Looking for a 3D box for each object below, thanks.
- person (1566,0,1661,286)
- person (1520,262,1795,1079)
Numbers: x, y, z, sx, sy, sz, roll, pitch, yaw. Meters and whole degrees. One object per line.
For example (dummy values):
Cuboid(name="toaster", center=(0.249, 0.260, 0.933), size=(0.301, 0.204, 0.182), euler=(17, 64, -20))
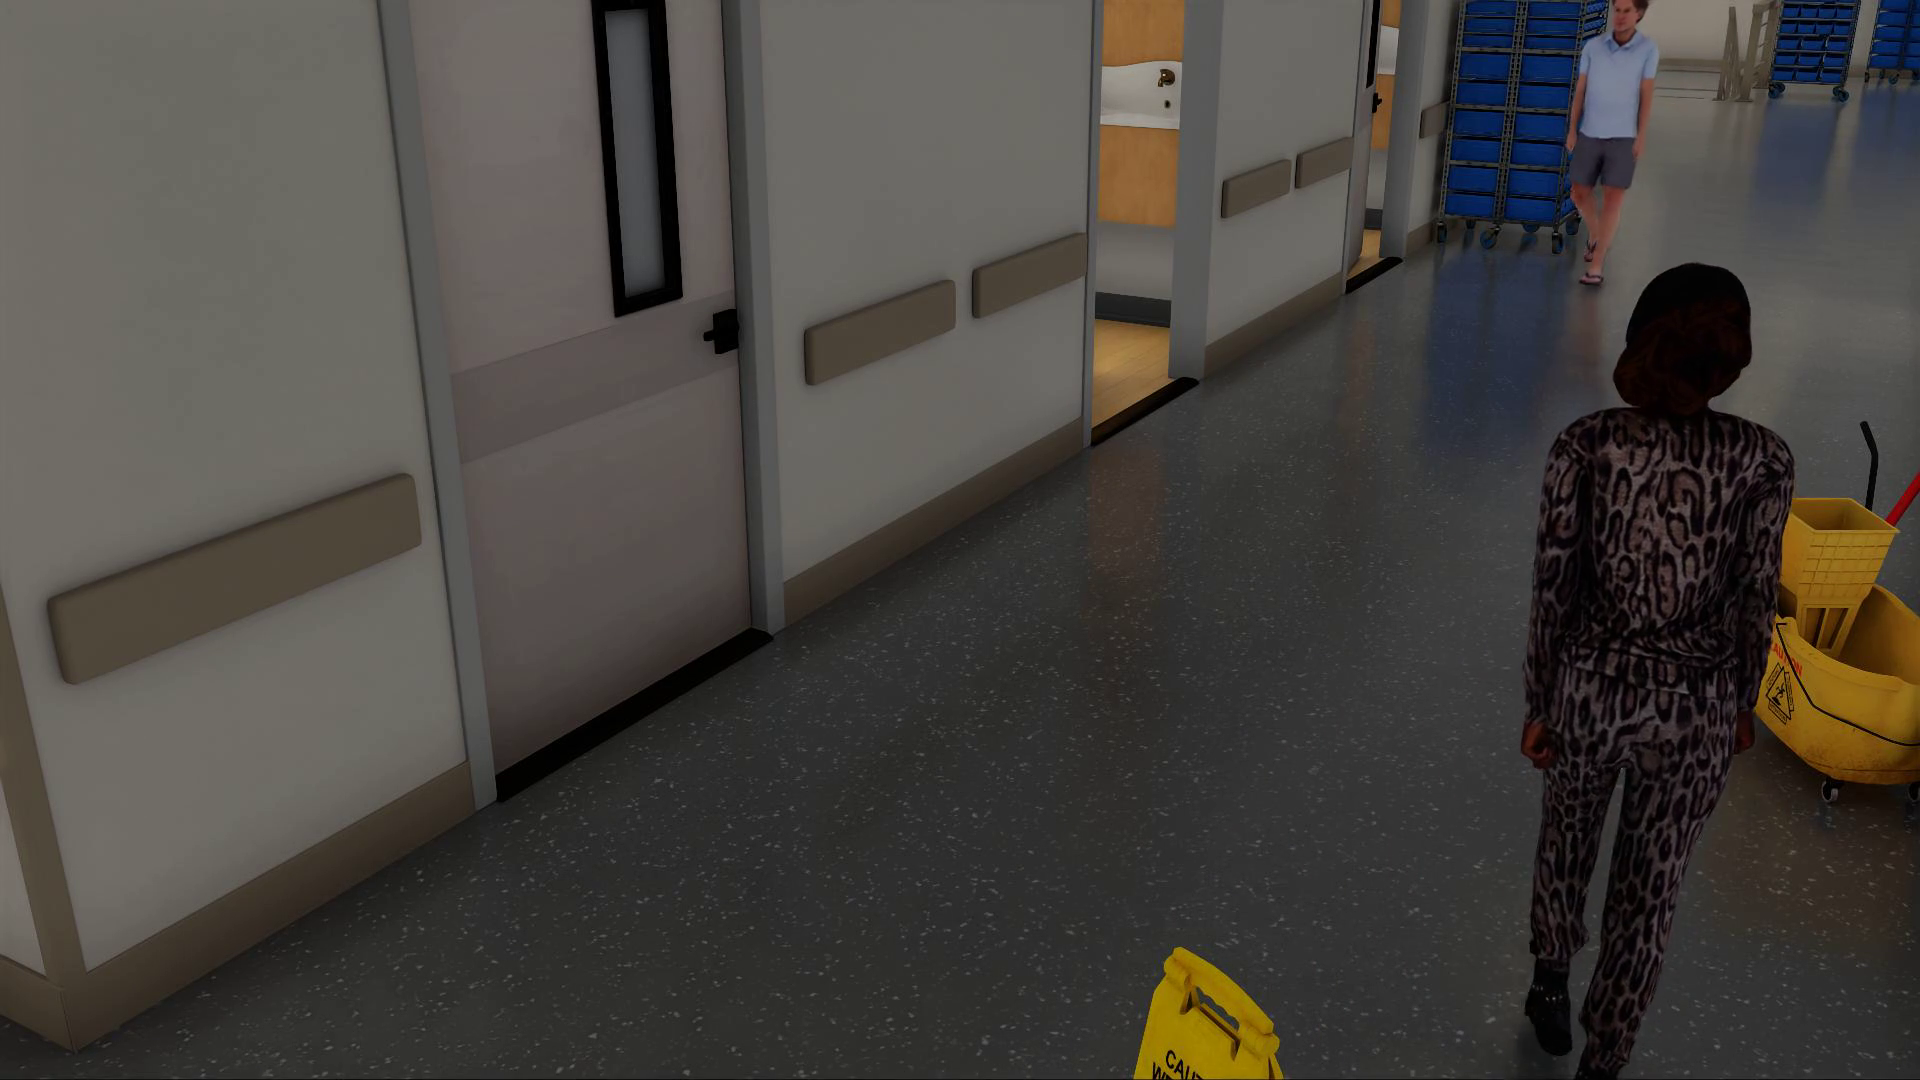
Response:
Cuboid(name="person", center=(4.177, -2.571, 10.632), size=(0.691, 1.816, 0.901), euler=(14, 25, 32))
Cuboid(name="person", center=(1.231, 0.368, 3.039), size=(0.603, 1.697, 0.700), euler=(10, 23, 25))
